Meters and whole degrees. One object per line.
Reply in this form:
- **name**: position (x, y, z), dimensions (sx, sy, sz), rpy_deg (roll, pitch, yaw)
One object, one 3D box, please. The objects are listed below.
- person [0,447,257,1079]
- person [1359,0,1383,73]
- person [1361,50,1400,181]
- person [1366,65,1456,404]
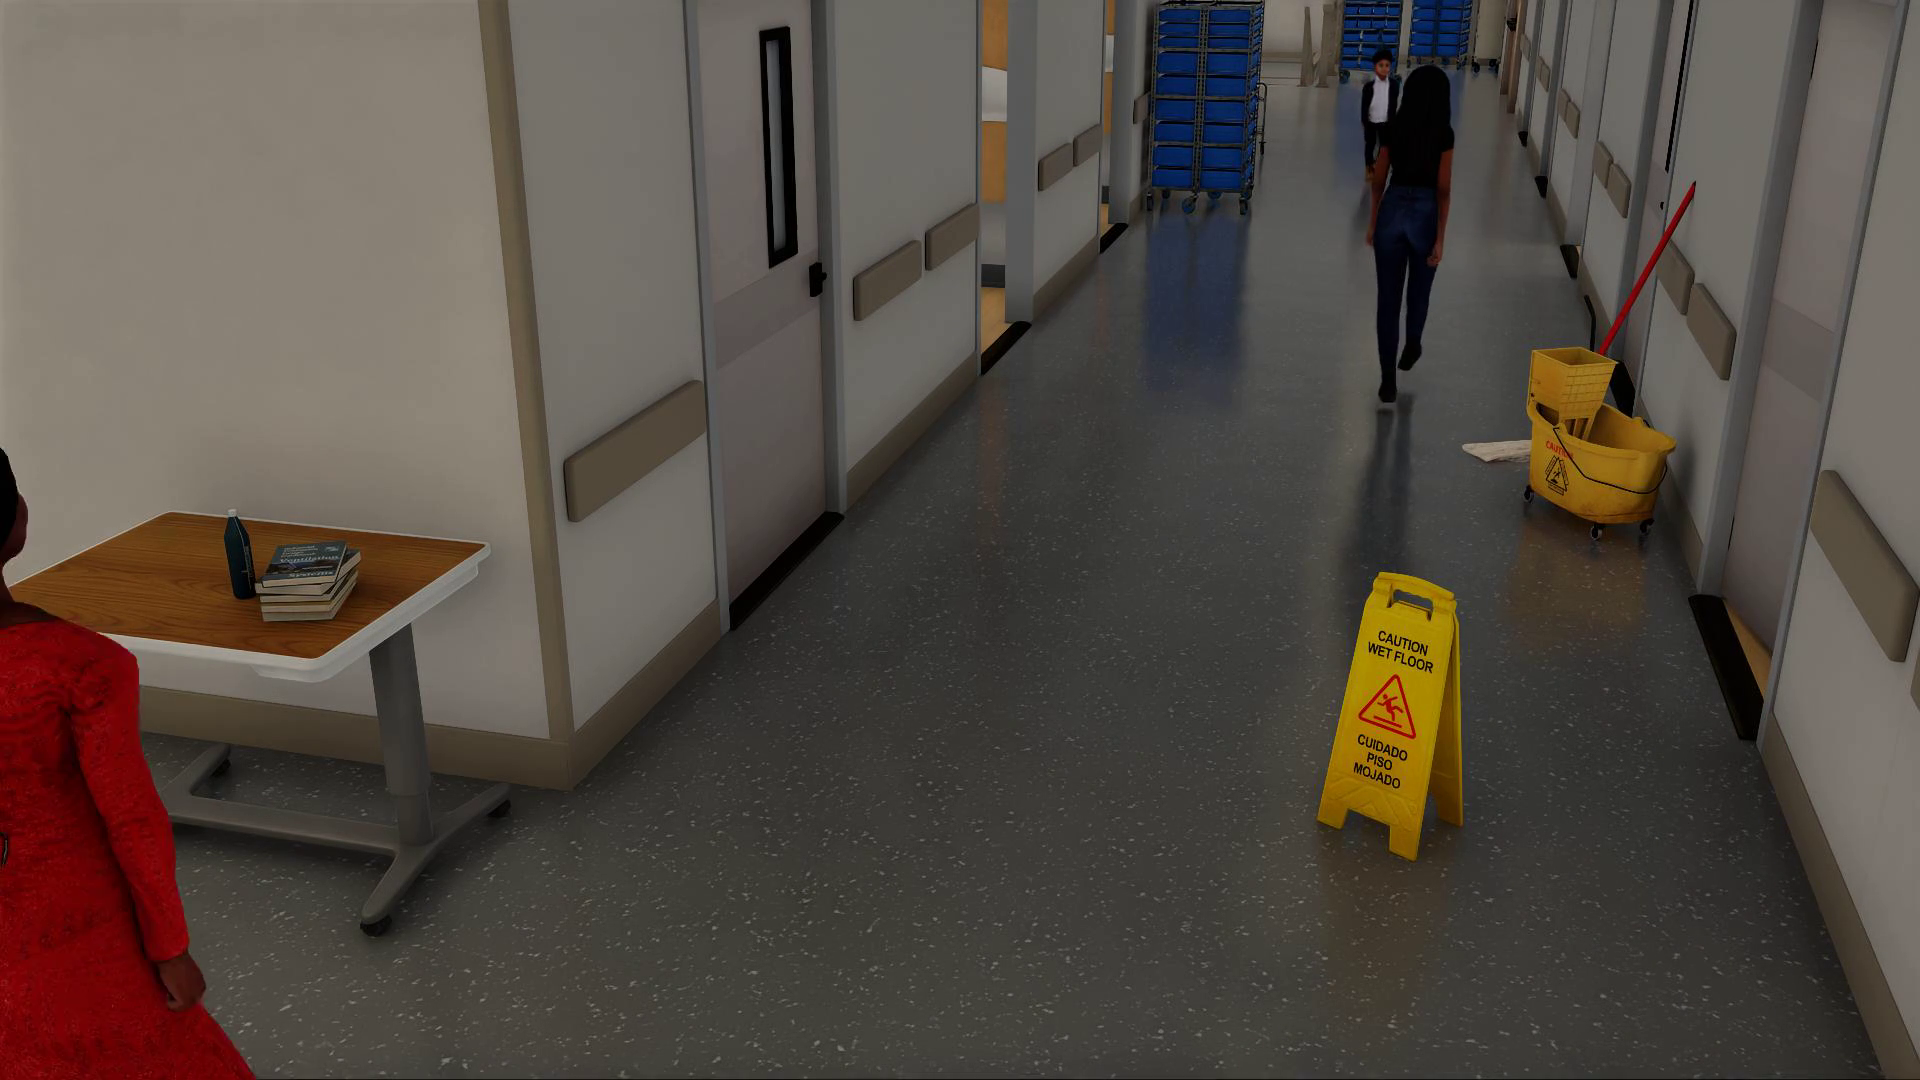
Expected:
- **person**: position (-1.430, 0.721, 2.555), dimensions (0.633, 1.770, 0.690), rpy_deg (4, 21, 11)
- **person**: position (6.737, -8.429, 27.013), dimensions (0.617, 1.556, 0.648), rpy_deg (-7, 22, -17)
- **person**: position (4.034, -4.109, 16.087), dimensions (0.520, 1.217, 0.503), rpy_deg (3, 21, 7)
- **person**: position (2.313, -1.543, 8.647), dimensions (0.634, 1.687, 1.173), rpy_deg (7, 22, 18)
